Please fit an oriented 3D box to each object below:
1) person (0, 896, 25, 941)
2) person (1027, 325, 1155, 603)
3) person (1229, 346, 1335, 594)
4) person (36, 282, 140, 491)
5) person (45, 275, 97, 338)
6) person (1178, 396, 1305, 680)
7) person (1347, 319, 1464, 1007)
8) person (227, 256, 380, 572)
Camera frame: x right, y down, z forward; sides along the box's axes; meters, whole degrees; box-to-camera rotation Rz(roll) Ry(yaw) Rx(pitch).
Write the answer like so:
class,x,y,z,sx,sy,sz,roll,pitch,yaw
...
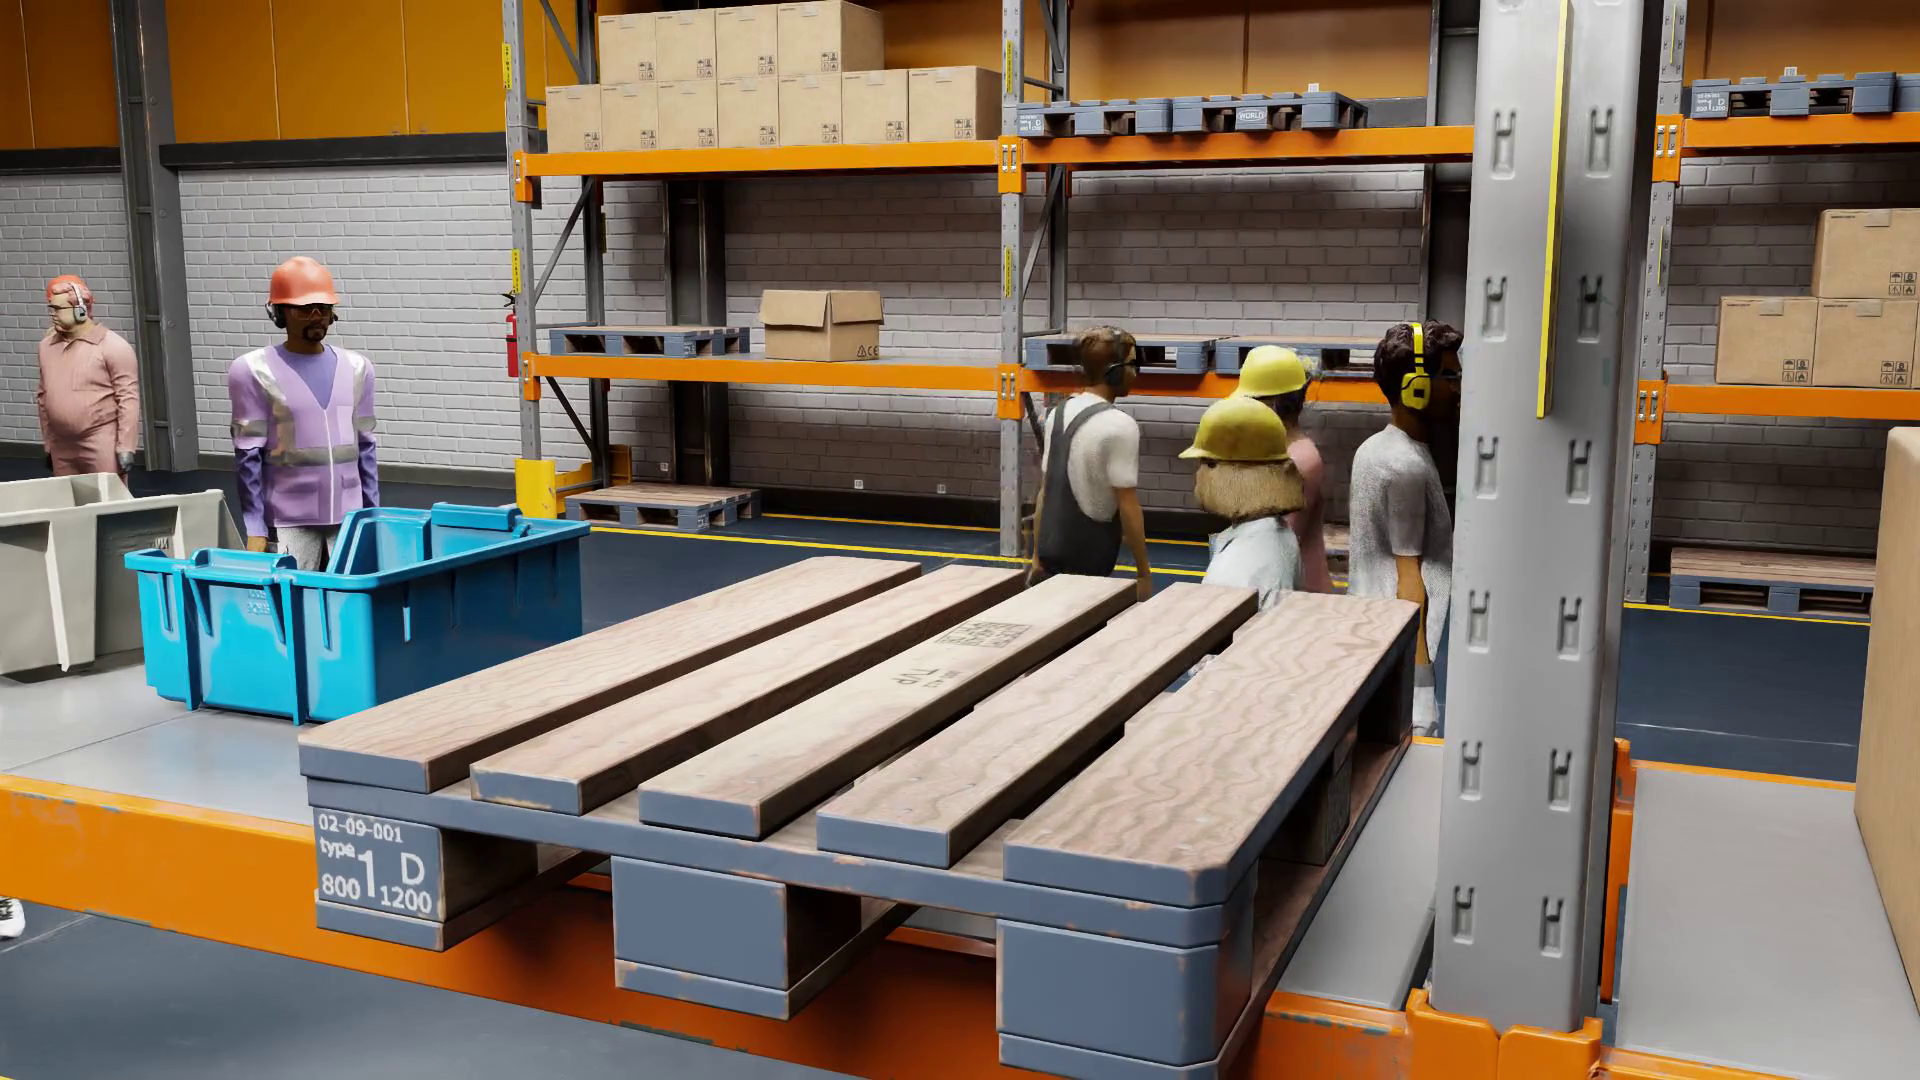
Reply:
class,x,y,z,sx,sy,sz,roll,pitch,yaw
person,-3.041,0.406,4.885,0.504,1.626,0.284,-3,10,-19
person,0.463,0.082,6.348,0.983,1.791,0.521,-5,11,-26
person,1.022,0.209,5.713,0.762,1.734,0.540,0,9,0
person,-5.189,-0.565,9.871,0.643,1.905,0.399,2,10,14
person,-6.079,-0.847,11.455,0.361,1.938,0.545,-6,11,-31
person,0.745,0.513,4.000,0.792,1.721,0.495,3,10,20
person,1.217,0.340,4.548,0.329,1.872,0.508,0,9,1
person,-2.595,-0.108,6.713,0.375,2.044,0.607,8,12,39
